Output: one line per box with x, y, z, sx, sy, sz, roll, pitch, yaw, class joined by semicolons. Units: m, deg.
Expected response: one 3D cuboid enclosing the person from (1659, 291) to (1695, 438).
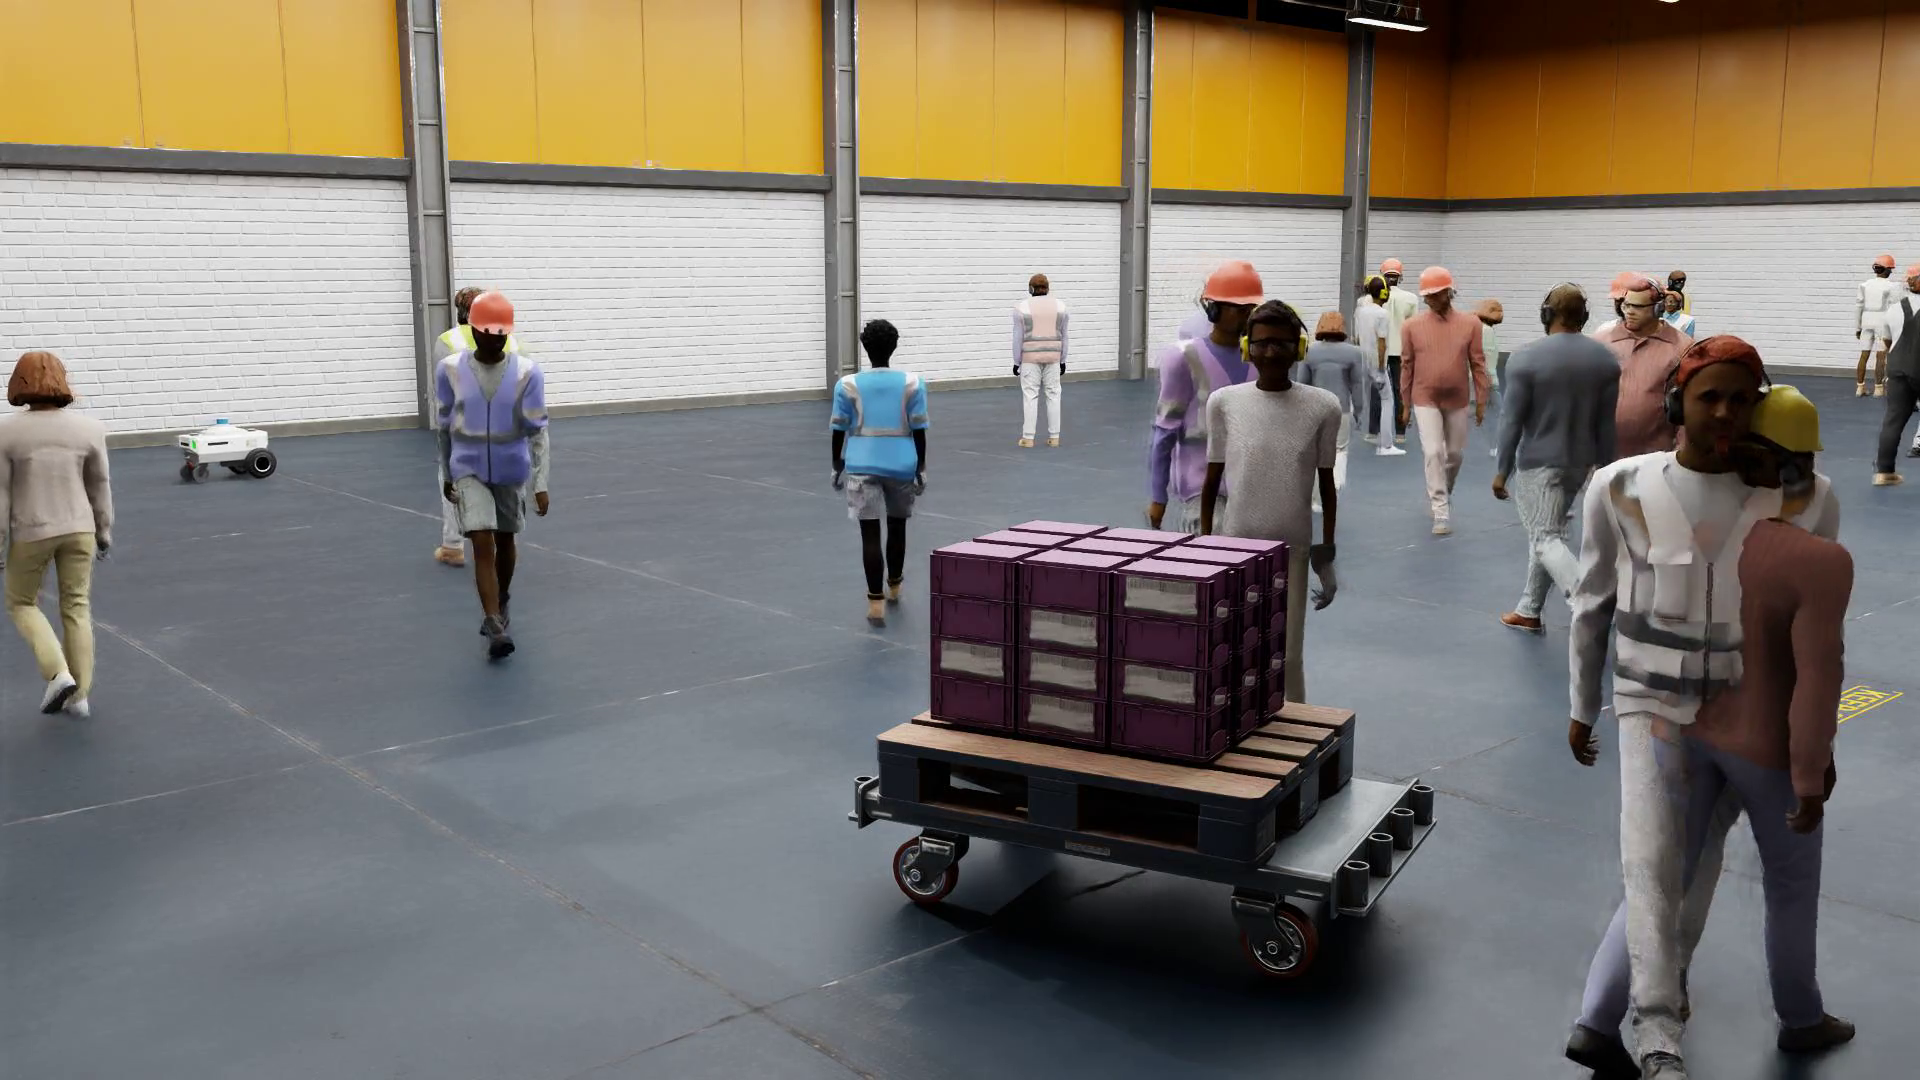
7.906;-1.958;18.578;0.518;1.640;0.307;6;11;30;person

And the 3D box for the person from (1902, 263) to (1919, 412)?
12.432;-2.636;21.685;0.378;1.932;0.551;4;10;20;person

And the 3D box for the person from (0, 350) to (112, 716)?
-3.962;-0.014;7.248;0.369;1.618;0.525;9;13;43;person

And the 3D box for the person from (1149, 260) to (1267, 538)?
1.244;-0.232;7.419;0.642;1.991;1.020;-5;11;-29;person

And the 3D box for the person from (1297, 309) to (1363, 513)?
2.858;-0.981;12.914;0.519;1.613;0.590;2;10;14;person

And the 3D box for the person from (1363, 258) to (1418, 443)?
4.649;-2.042;18.028;0.609;1.995;0.376;1;10;3;person

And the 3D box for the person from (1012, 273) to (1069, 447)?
0.842;-1.899;17.652;0.624;1.840;0.429;-2;10;-13;person

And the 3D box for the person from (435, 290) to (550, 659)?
-2.391;-0.349;8.552;0.548;1.846;1.076;-3;10;-15;person

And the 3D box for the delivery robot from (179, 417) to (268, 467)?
-6.682;-0.869;15.096;0.477;0.478;0.707;9;13;43;delivery robot

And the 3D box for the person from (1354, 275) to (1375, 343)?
6.060;-3.036;24.584;0.493;1.743;0.296;6;12;33;person

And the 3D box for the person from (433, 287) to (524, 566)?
-3.192;-0.730;10.851;0.662;1.819;0.738;-9;14;-44;person

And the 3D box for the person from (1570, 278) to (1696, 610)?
3.783;-0.514;9.361;0.636;1.903;0.404;7;12;34;person

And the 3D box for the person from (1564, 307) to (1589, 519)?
4.663;-0.970;12.700;0.538;1.674;0.583;2;10;13;person

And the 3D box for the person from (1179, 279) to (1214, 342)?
2.044;-1.139;13.095;0.650;1.887;1.040;3;10;15;person

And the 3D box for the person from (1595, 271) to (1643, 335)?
4.642;-0.921;11.684;0.511;1.915;0.565;-7;12;-37;person

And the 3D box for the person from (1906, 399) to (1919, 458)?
9.934;-1.737;16.984;1.031;1.761;0.608;-8;12;-38;person

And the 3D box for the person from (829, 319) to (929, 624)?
-0.459;-0.405;9.367;0.552;1.657;0.819;-1;10;-7;person

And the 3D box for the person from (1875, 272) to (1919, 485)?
8.556;-1.502;14.731;1.003;2.000;0.703;-5;11;-28;person

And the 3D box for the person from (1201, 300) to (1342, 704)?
1.122;0.062;6.093;0.529;1.866;0.310;2;10;11;person

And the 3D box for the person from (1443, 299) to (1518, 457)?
5.247;-1.638;16.822;0.812;1.597;0.504;4;10;22;person

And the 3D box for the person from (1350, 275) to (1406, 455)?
4.109;-1.747;16.789;0.886;1.841;0.525;-4;10;-22;person

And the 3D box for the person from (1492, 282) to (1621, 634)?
3.114;-0.375;8.565;0.625;1.899;0.961;-3;10;-17;person

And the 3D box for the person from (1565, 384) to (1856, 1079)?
1.877;0.482;4.058;0.894;1.725;0.531;-6;11;-31;person

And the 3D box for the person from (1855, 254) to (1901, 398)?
13.171;-3.064;23.872;0.396;2.042;0.610;-6;11;-31;person

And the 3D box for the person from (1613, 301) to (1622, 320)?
8.475;-2.468;21.074;0.537;1.820;0.985;-4;11;-23;person

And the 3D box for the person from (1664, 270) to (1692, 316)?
9.217;-2.565;21.545;0.626;1.840;0.430;-5;11;-25;person

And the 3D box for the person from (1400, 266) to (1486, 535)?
3.574;-1.055;12.375;0.639;1.955;0.866;2;10;10;person

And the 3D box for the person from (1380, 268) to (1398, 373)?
7.315;-3.802;28.790;0.389;1.838;0.563;-9;13;-43;person

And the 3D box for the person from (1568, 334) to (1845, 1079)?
1.808;0.425;4.077;0.588;1.837;0.999;3;10;15;person
